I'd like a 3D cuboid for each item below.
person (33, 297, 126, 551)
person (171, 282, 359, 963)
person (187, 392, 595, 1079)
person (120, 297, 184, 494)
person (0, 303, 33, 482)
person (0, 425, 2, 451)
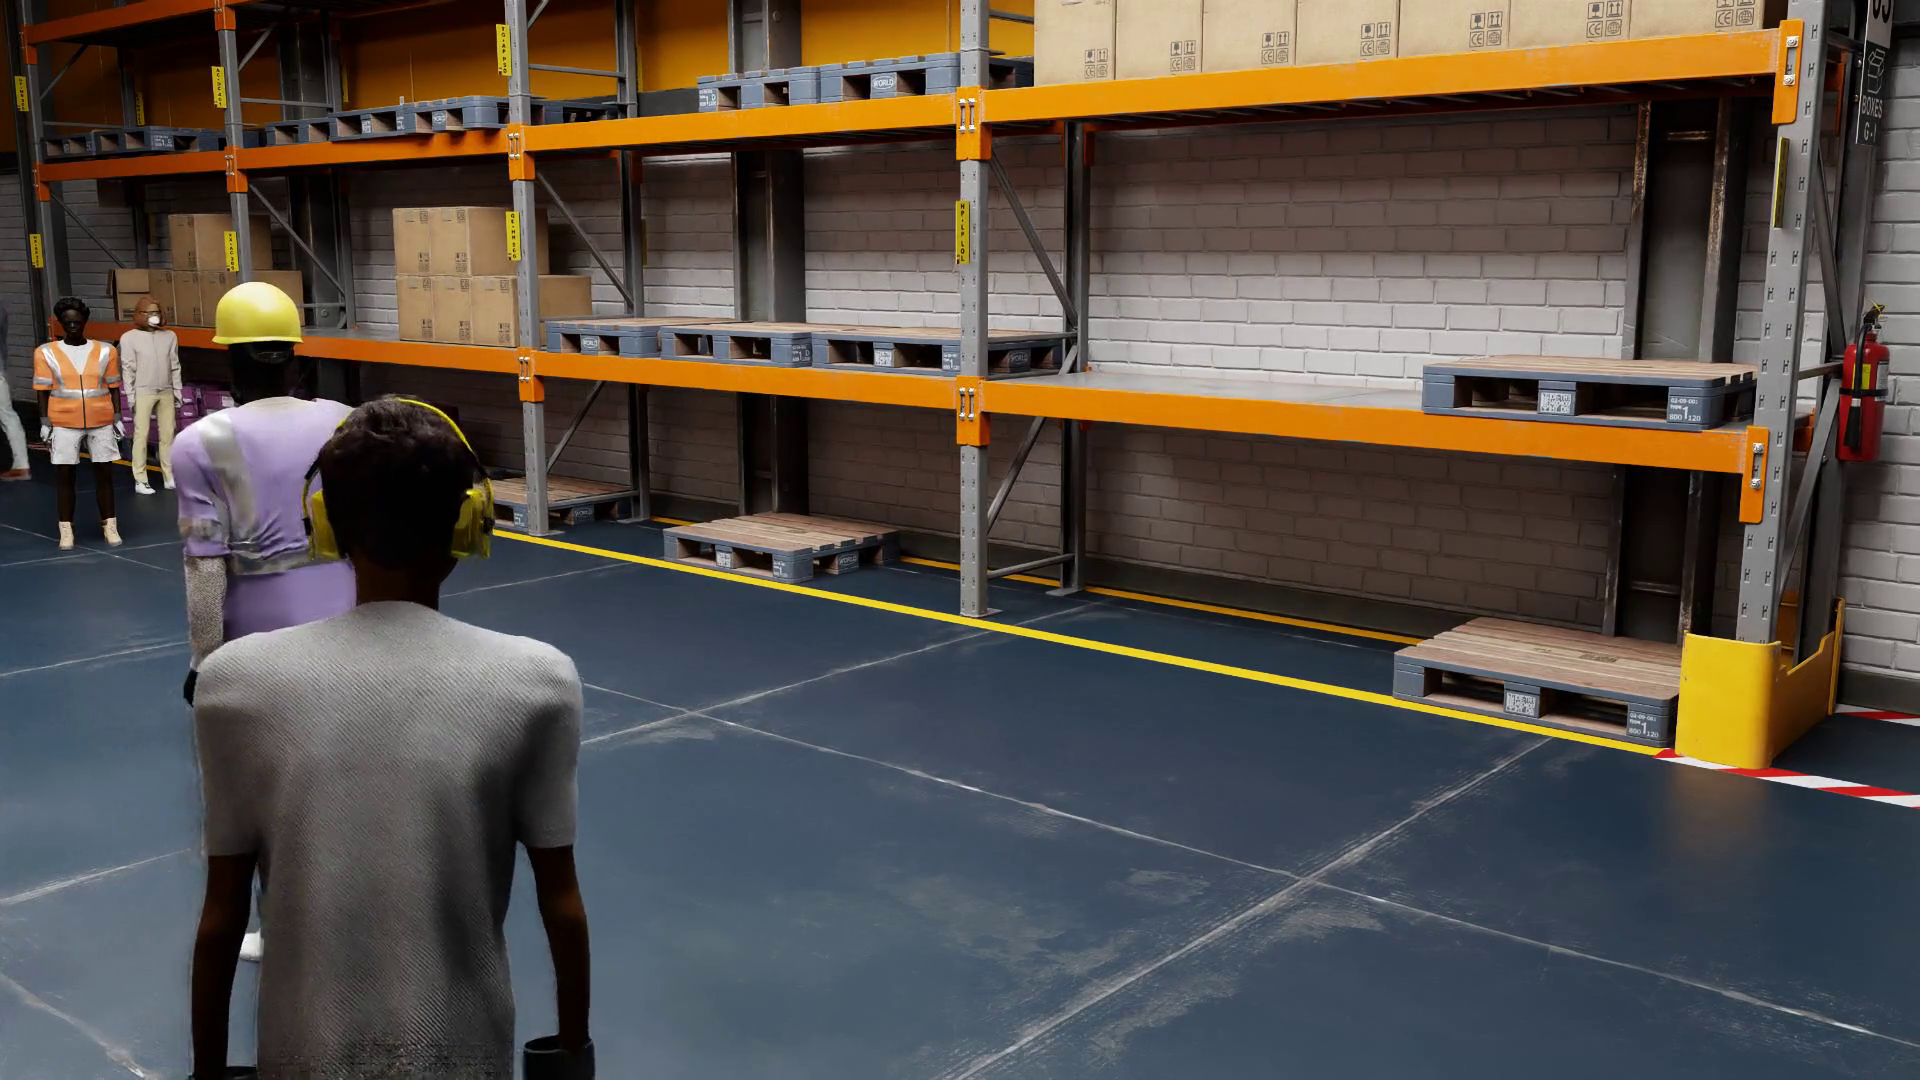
[{"bbox_3d":[-5.915,-0.781,11.204,0.540,1.695,0.317,-7,12,-34],"label":"person"},{"bbox_3d":[-1.909,0.247,4.696,0.377,1.929,0.585,8,13,38],"label":"person"},{"bbox_3d":[-0.764,0.724,2.283,0.535,1.826,0.705,-2,10,-9],"label":"person"},{"bbox_3d":[-6.677,-1.195,13.777,0.285,1.626,0.495,6,12,32],"label":"person"},{"bbox_3d":[-8.532,-1.439,14.406,1.040,1.883,0.652,3,10,16],"label":"person"},{"bbox_3d":[-9.766,-1.764,16.403,0.404,1.836,0.600,9,14,43],"label":"person"}]
